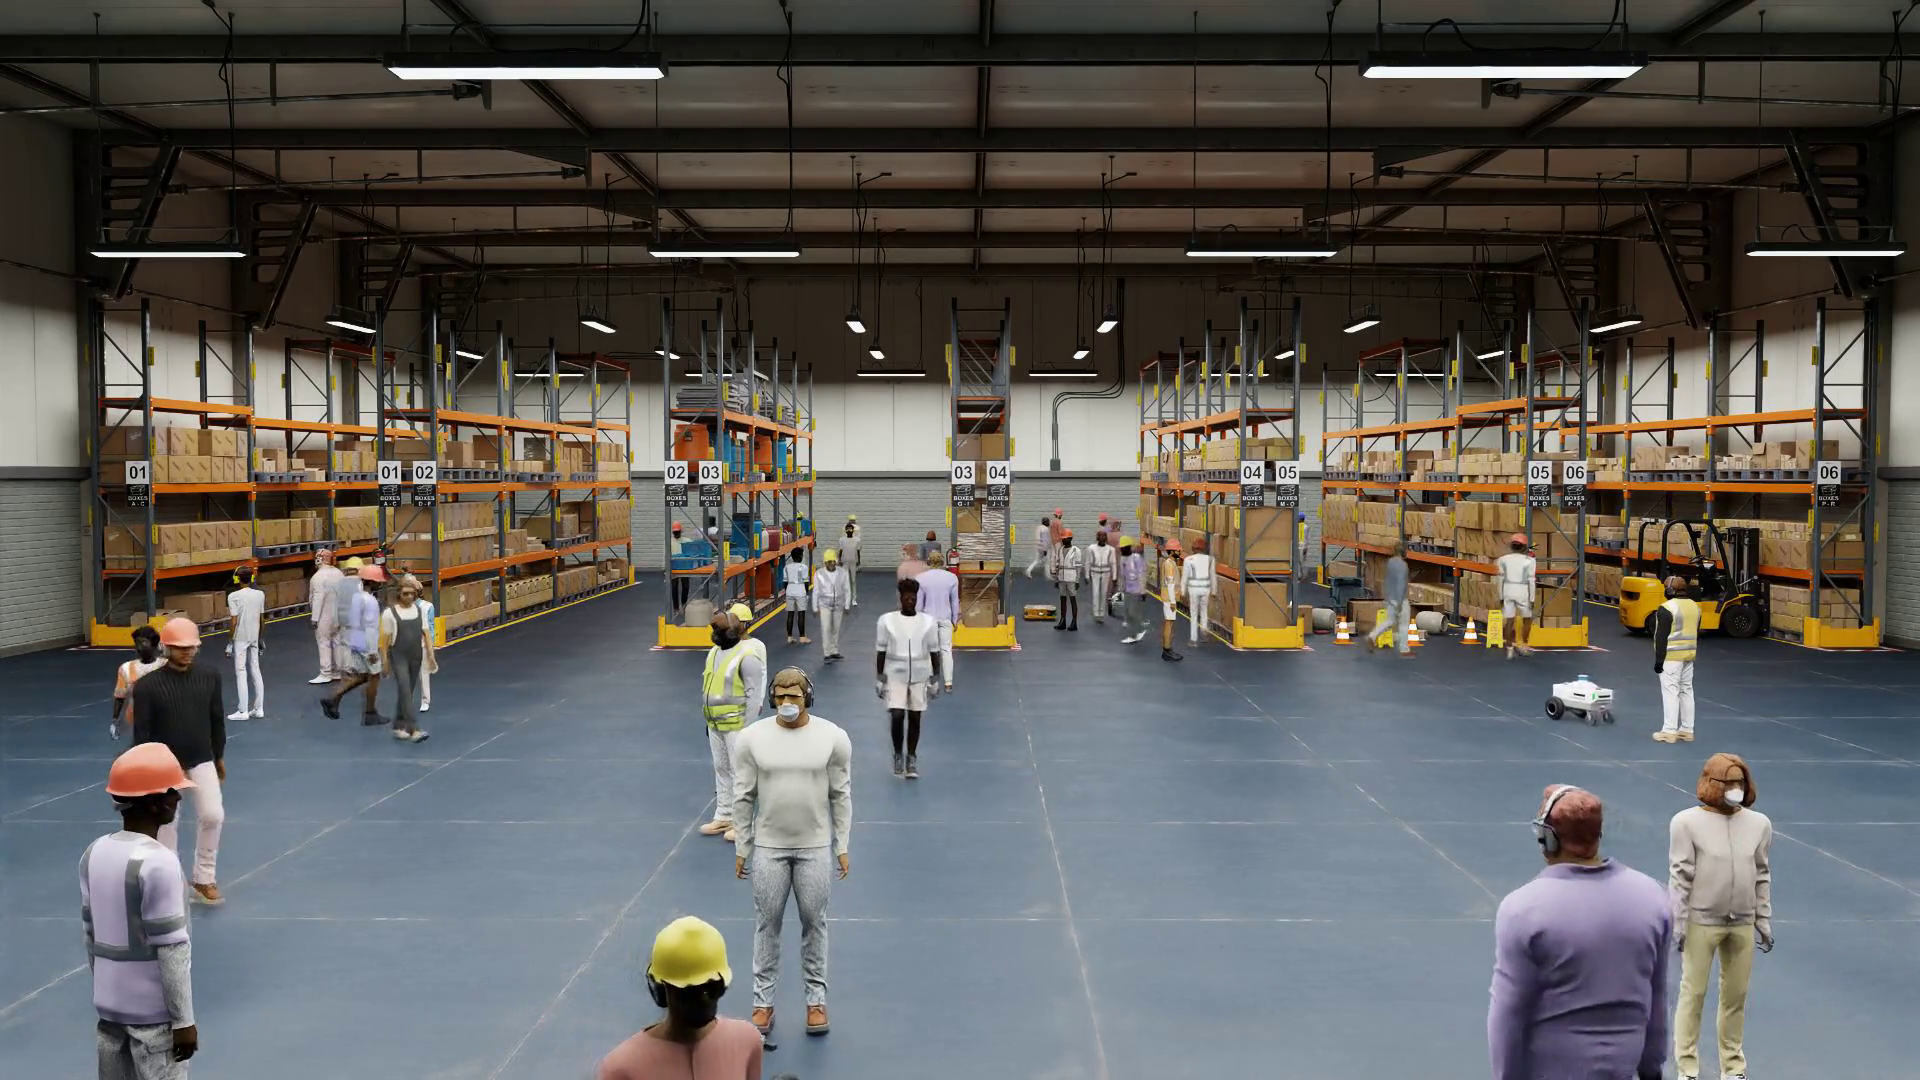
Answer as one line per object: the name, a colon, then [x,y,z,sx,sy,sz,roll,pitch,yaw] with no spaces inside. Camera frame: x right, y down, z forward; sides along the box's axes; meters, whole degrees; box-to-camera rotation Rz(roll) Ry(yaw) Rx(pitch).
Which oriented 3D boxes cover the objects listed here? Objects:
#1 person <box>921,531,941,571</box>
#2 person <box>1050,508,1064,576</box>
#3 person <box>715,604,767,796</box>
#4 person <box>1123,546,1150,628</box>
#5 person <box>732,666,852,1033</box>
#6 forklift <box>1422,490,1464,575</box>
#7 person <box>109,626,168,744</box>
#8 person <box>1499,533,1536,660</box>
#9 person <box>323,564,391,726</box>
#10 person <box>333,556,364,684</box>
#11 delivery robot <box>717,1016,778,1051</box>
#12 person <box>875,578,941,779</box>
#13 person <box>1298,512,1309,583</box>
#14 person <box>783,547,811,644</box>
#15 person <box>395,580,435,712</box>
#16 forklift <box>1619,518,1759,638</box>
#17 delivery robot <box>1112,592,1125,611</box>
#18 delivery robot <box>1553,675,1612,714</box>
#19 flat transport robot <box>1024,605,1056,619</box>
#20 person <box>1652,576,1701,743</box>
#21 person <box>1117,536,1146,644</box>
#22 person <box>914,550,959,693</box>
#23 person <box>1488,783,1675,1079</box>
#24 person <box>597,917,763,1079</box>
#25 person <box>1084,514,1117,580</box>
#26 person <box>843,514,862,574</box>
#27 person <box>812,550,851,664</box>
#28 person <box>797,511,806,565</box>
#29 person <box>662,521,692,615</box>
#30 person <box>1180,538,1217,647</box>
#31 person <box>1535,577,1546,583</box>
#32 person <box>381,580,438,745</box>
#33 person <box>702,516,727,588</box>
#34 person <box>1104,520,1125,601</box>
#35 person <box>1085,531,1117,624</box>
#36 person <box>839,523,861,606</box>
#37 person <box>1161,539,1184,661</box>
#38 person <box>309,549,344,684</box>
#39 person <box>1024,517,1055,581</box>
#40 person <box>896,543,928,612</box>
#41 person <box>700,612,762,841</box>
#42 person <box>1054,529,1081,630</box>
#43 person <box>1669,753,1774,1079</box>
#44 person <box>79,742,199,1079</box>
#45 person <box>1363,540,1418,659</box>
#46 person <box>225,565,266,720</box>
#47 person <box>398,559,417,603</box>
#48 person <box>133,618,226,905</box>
person: [-0.691,0.589,38.608,0.501,1.633,0.286,0,2,7]
person: [2.856,0.069,47.223,0.378,1.995,0.609,-1,3,-27]
person: [-2.016,1.468,14.861,0.522,1.768,0.312,1,3,30]
person: [3.401,0.906,31.269,0.492,1.593,0.837,1,3,30]
person: [-0.891,1.632,8.574,0.635,1.937,0.352,0,2,-3]
forklift: [13.926,-0.371,47.846,1.873,2.768,1.129,0,2,0]
person: [-6.925,1.565,13.701,0.553,1.648,0.861,0,2,1]
person: [8.968,0.902,25.944,0.626,2.015,0.739,2,3,35]
person: [-7.049,1.239,18.933,0.667,1.908,0.548,-2,3,-44]
person: [-8.498,1.135,22.633,0.602,1.821,0.470,0,2,9]
delivery robot: [-1.097,2.219,7.106,0.335,0.223,0.698,1,3,33]
person: [-0.484,1.345,15.610,0.634,1.947,0.657,0,2,-11]
person: [9.396,0.201,44.483,0.404,1.945,0.614,0,2,-8]
person: [-2.849,0.971,28.227,0.530,1.695,0.321,1,3,31]
person: [-6.807,1.320,20.145,0.510,1.640,0.308,0,2,4]
forklift: [13.417,0.684,29.791,2.313,2.155,1.214,0,2,0]
delivery robot: [3.356,1.282,33.870,0.477,0.478,0.707,0,3,6]
delivery robot: [7.456,1.861,19.338,0.477,0.478,0.707,-1,2,-23]
flat transport robot: [1.663,1.486,33.459,0.652,0.197,1.431,0,2,3]
person: [7.945,1.315,17.941,0.619,1.836,0.431,-1,3,-31]
person: [2.963,0.870,28.206,0.466,1.900,0.648,-2,3,-33]
person: [-0.324,1.103,21.891,0.627,1.941,0.370,0,2,-11]
person: [2.097,1.777,5.455,0.667,1.891,0.531,0,2,-12]
person: [-0.733,1.893,4.366,0.531,1.752,0.455,-2,3,-34]
person: [3.983,0.211,45.029,1.028,1.871,0.536,-1,3,-27]
person: [-3.235,0.128,48.273,0.595,1.797,0.860,1,2,14]
person: [-2.044,1.038,25.493,0.610,1.795,0.665,-1,2,-19]
person: [-4.706,0.088,47.714,0.400,1.917,0.601,-1,2,-23]
person: [-5.970,0.593,34.138,0.658,1.981,0.427,0,2,-10]
person: [4.107,0.902,27.821,0.679,1.867,0.429,0,2,-10]
person: [13.055,0.626,36.471,0.320,1.737,0.483,-1,3,-26]
person: [-6.070,1.337,17.797,0.953,1.792,0.514,2,3,41]
person: [-6.472,0.317,42.388,0.621,1.877,0.907,1,3,29]
person: [3.680,0.486,37.910,0.639,1.902,0.407,2,3,41]
person: [2.805,0.743,32.051,0.606,1.840,0.956,0,2,1]
person: [-2.497,0.554,36.557,0.516,1.873,0.329,0,2,-3]
person: [3.396,0.946,25.832,0.362,1.939,0.543,0,2,3]
person: [-9.027,1.077,22.925,0.406,1.911,0.637,0,2,11]
person: [2.229,0.246,45.160,0.784,1.817,0.629,-1,2,-19]
person: [-0.705,0.988,25.356,0.625,1.893,0.658,2,3,38]
person: [-1.879,1.500,13.126,0.428,1.840,0.631,-2,3,-42]
person: [2.041,0.750,30.787,0.551,1.936,0.356,2,3,37]
person: [3.594,1.819,7.629,0.500,1.635,0.287,0,2,-6]
person: [-3.051,1.731,6.074,0.543,1.940,0.361,1,3,32]
person: [6.965,0.955,26.045,0.792,1.914,0.636,0,2,-8]
person: [-8.644,1.233,19.513,0.313,1.866,0.538,1,3,27]
person: [-8.604,1.120,25.184,0.309,1.640,0.514,0,2,-9]
person: [-5.250,1.518,10.945,0.639,1.972,0.659,2,3,41]
